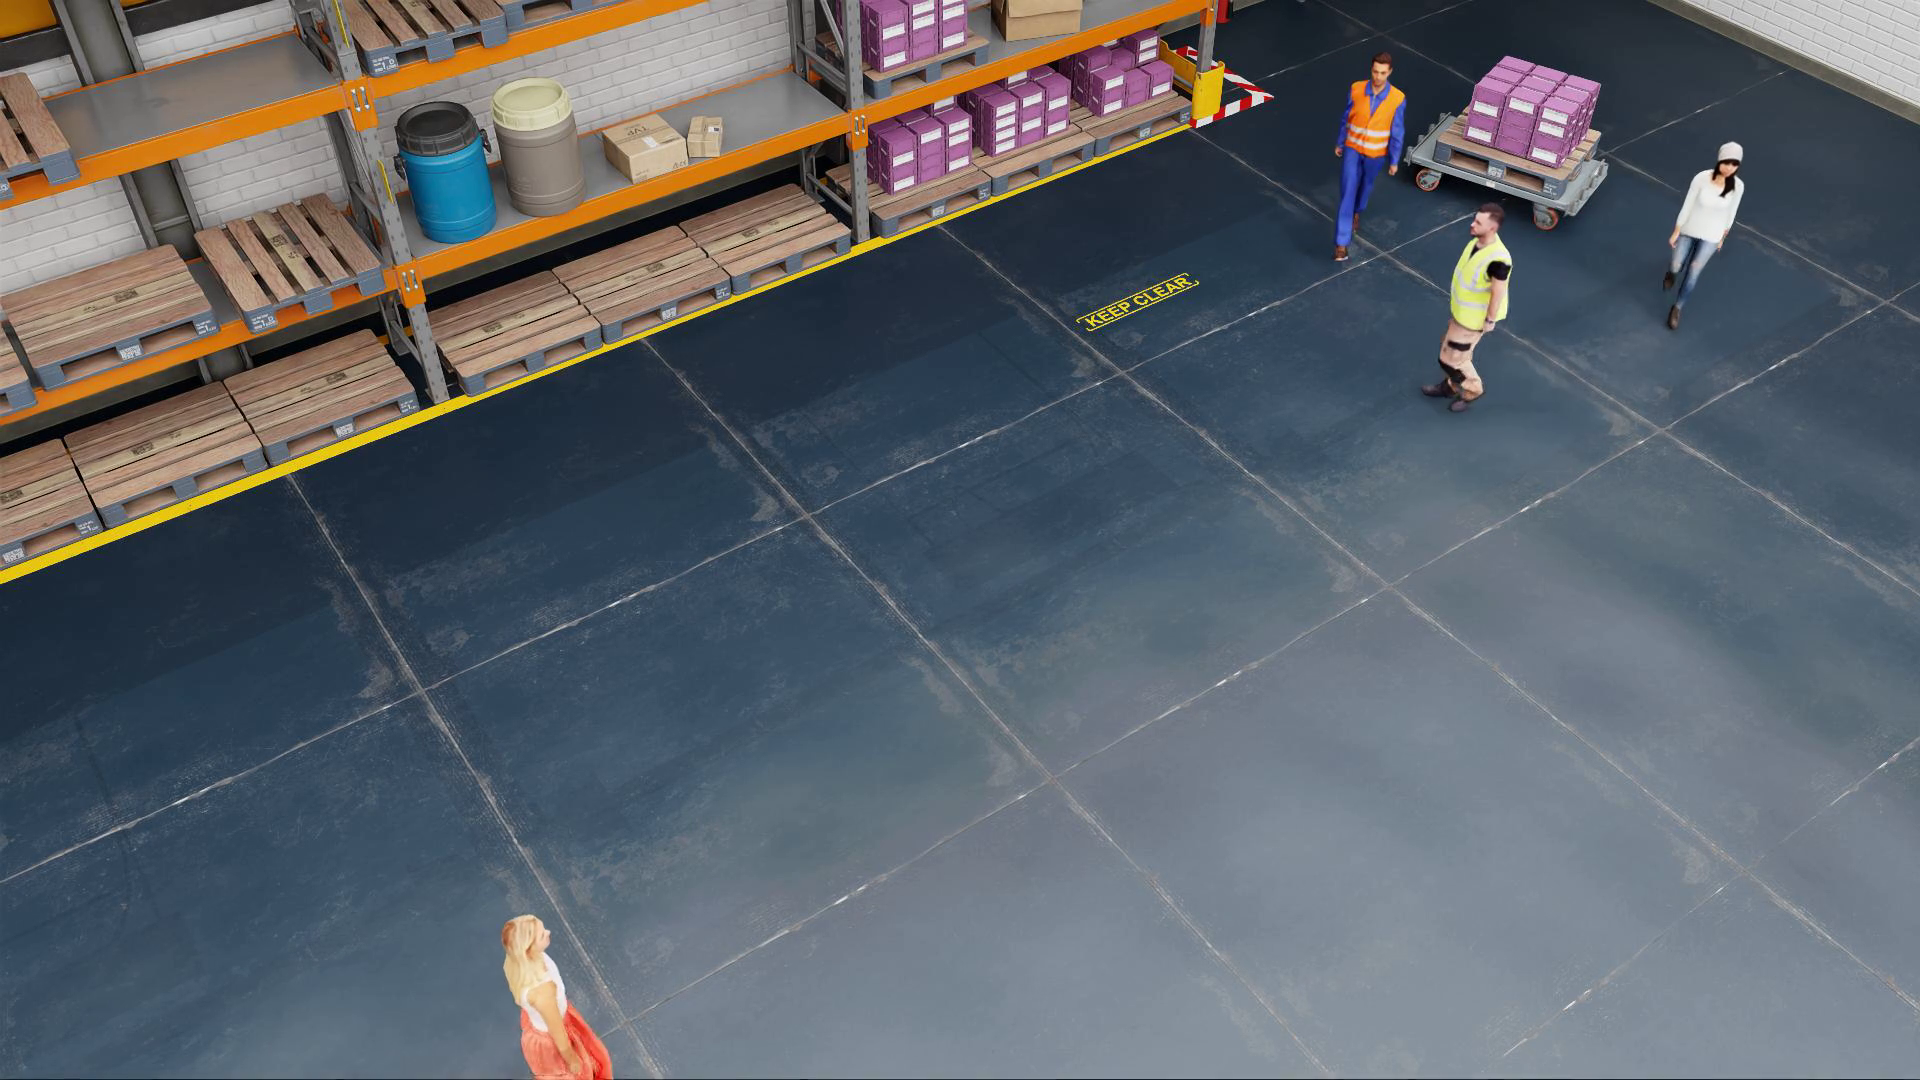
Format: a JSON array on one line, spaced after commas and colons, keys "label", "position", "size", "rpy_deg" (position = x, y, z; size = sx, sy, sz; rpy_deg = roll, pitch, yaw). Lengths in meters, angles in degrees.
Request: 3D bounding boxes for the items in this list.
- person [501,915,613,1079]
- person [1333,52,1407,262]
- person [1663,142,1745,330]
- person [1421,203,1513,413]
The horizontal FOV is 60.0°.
[{"label": "person", "position": [-2.120, 2.476, 8.248], "size": [1.030, 1.784, 0.772], "rpy_deg": [-15, 46, -16]}, {"label": "person", "position": [3.517, -3.375, 14.370], "size": [1.200, 1.811, 1.317], "rpy_deg": [11, 45, 11]}, {"label": "person", "position": [6.058, -2.553, 13.636], "size": [0.836, 1.633, 0.944], "rpy_deg": [14, 45, 14]}, {"label": "person", "position": [3.975, -1.782, 12.682], "size": [0.894, 1.833, 0.853], "rpy_deg": [-1, 44, -1]}]
